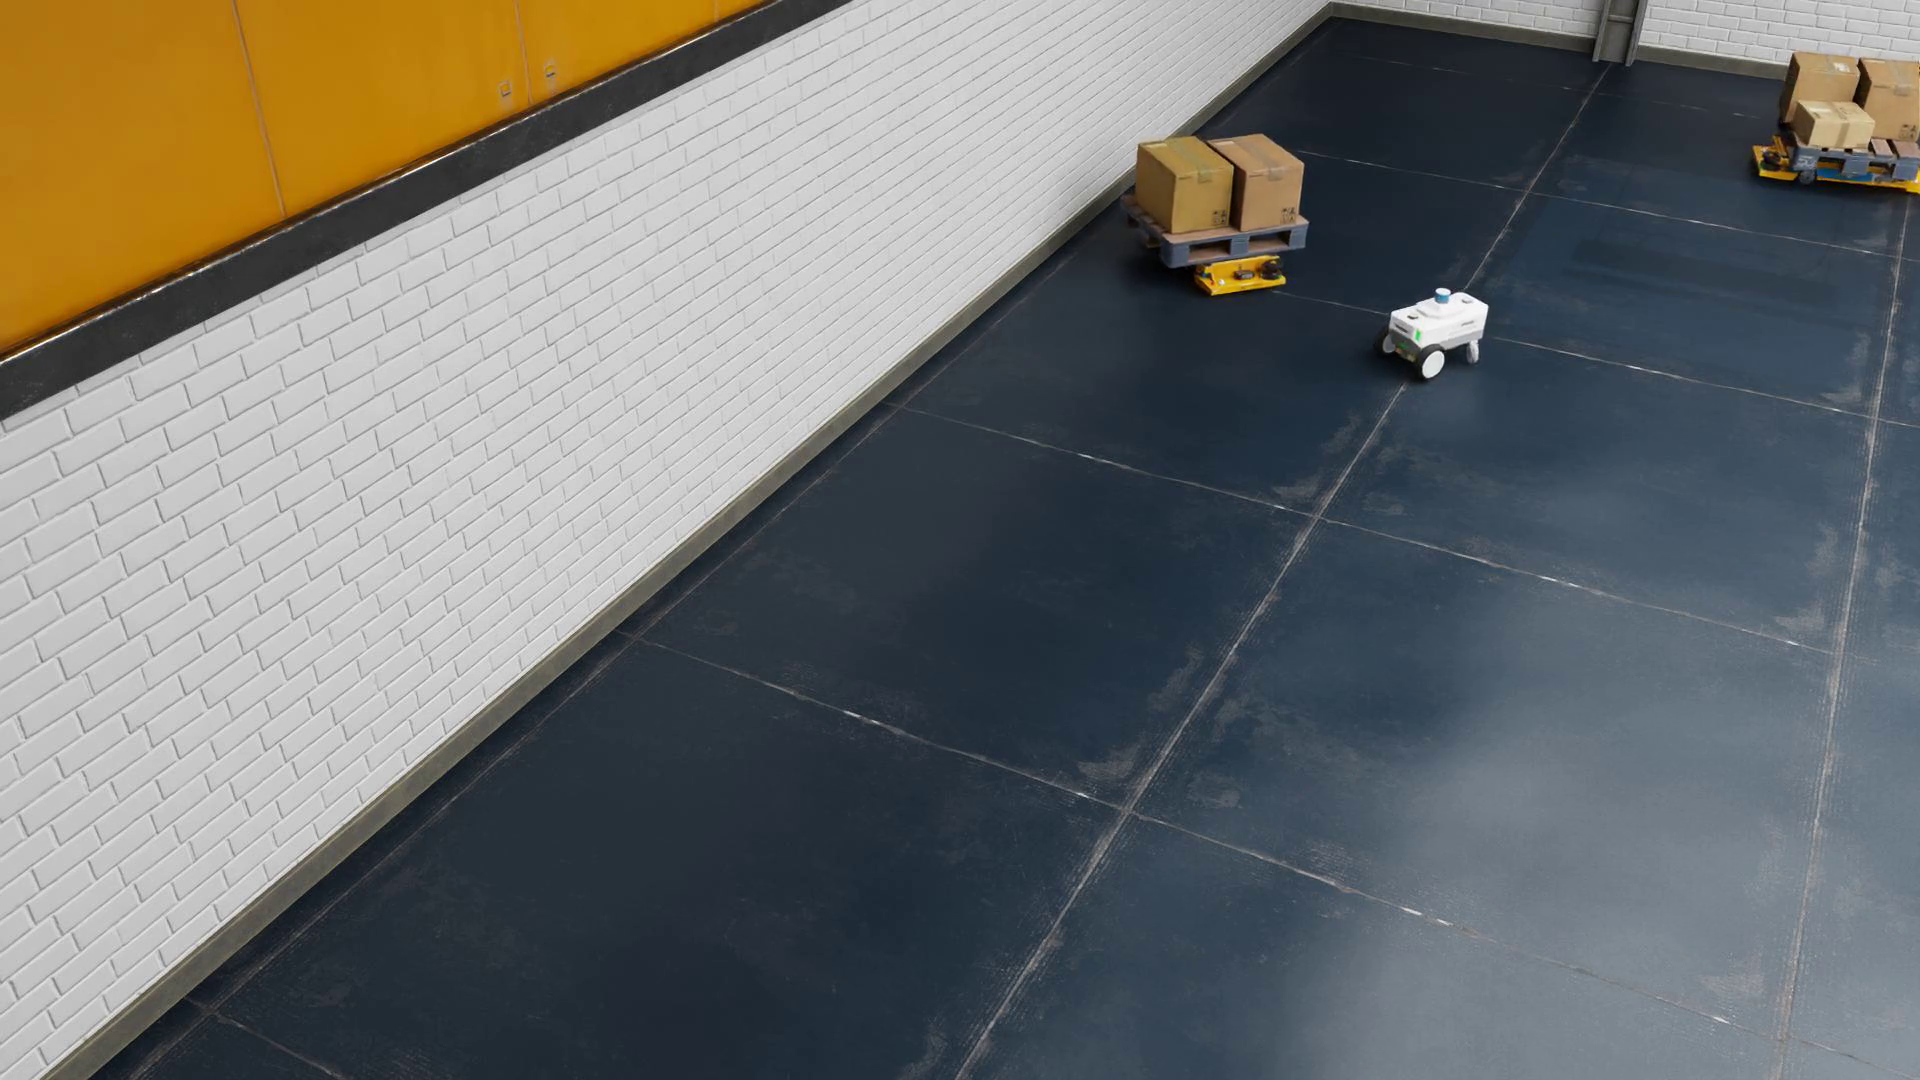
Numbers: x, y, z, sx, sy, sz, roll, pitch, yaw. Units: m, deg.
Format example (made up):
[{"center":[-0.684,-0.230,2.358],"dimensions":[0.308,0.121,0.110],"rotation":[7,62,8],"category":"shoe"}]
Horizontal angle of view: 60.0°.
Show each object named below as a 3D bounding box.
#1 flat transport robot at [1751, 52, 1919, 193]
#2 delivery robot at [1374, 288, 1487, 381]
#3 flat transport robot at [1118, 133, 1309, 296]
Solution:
[{"center":[7.976,-3.405,15.043],"dimensions":[1.431,0.231,0.659],"rotation":[9,35,13],"category":"flat transport robot"},{"center":[3.408,-1.498,11.967],"dimensions":[0.785,0.614,0.523],"rotation":[-18,38,-25],"category":"delivery robot"},{"center":[2.022,-2.389,13.532],"dimensions":[0.659,0.231,1.431],"rotation":[-11,35,-16],"category":"flat transport robot"}]
